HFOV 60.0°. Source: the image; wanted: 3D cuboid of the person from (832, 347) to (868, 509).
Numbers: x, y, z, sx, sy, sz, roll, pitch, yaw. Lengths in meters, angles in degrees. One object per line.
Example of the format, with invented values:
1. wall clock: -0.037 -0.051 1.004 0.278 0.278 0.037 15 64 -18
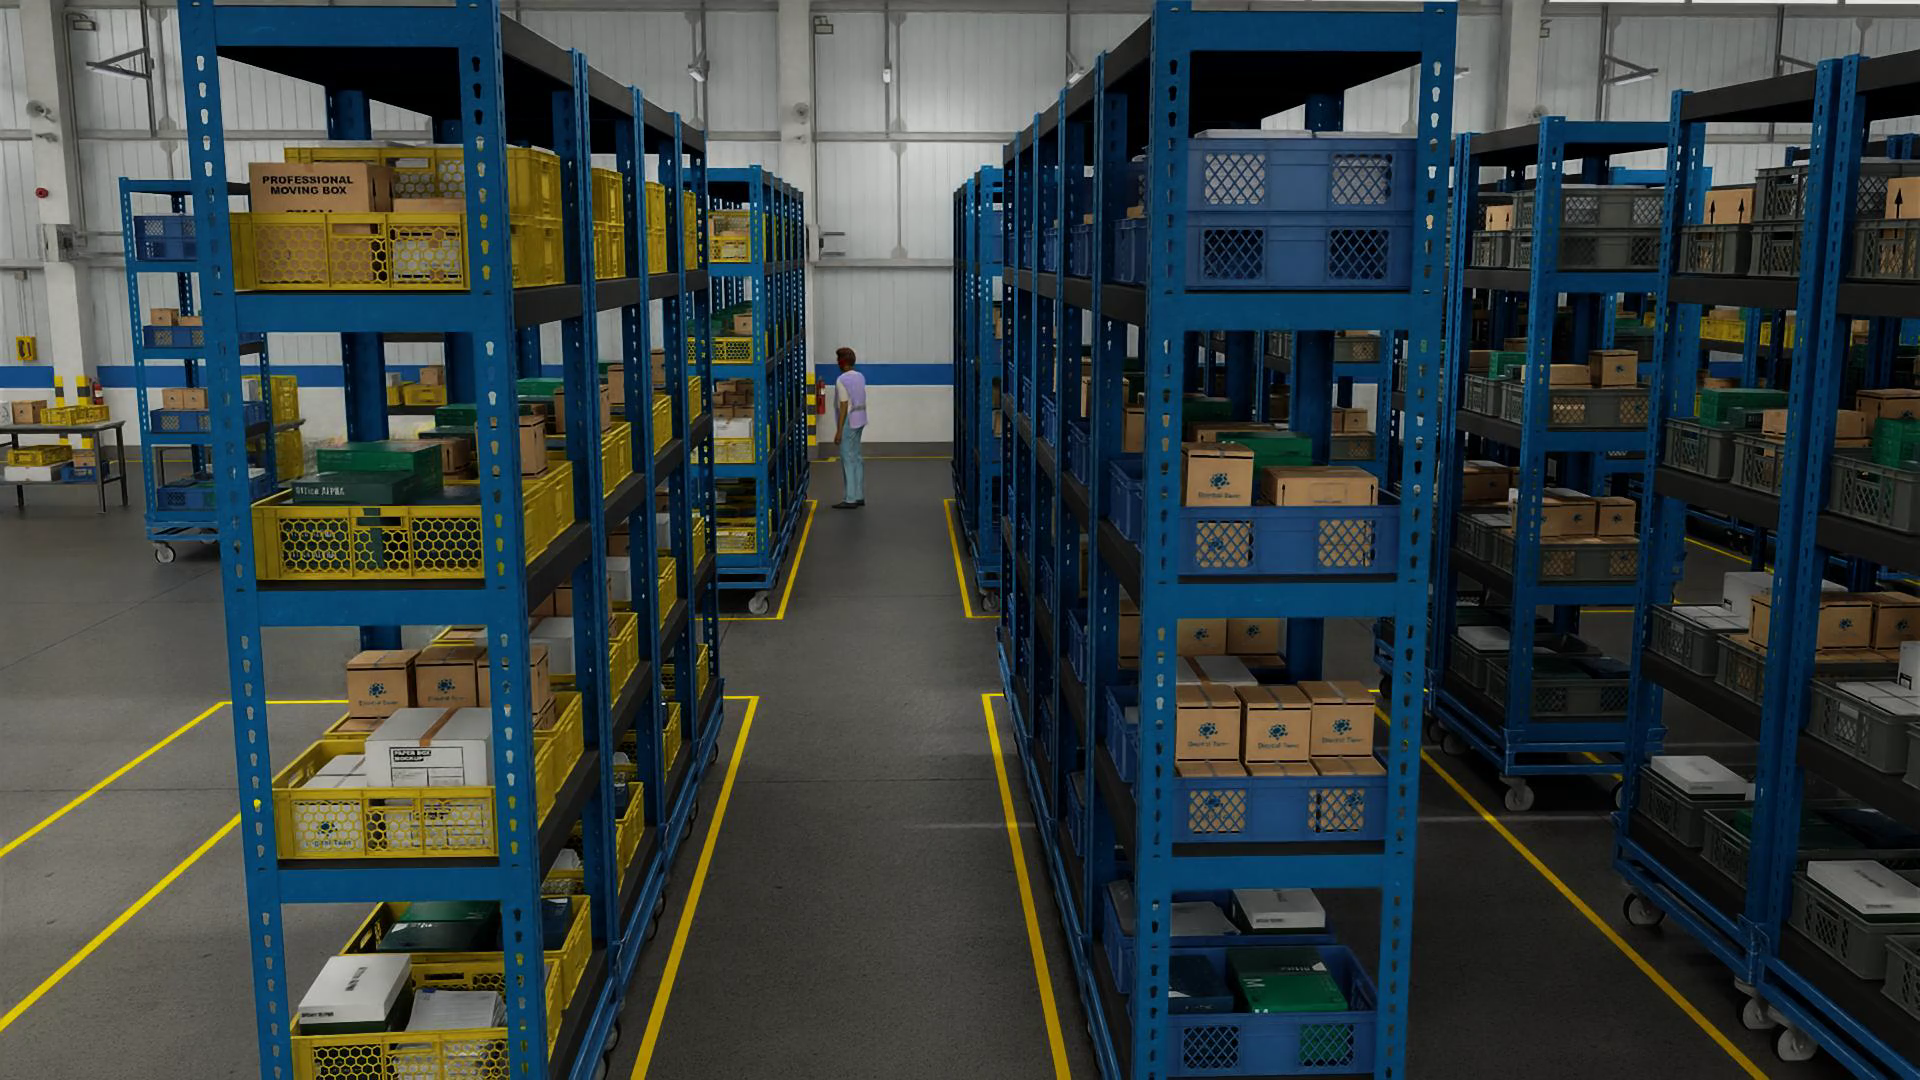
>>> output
1. person: -1.252 -1.275 18.999 0.374 1.841 0.573 4 11 21
